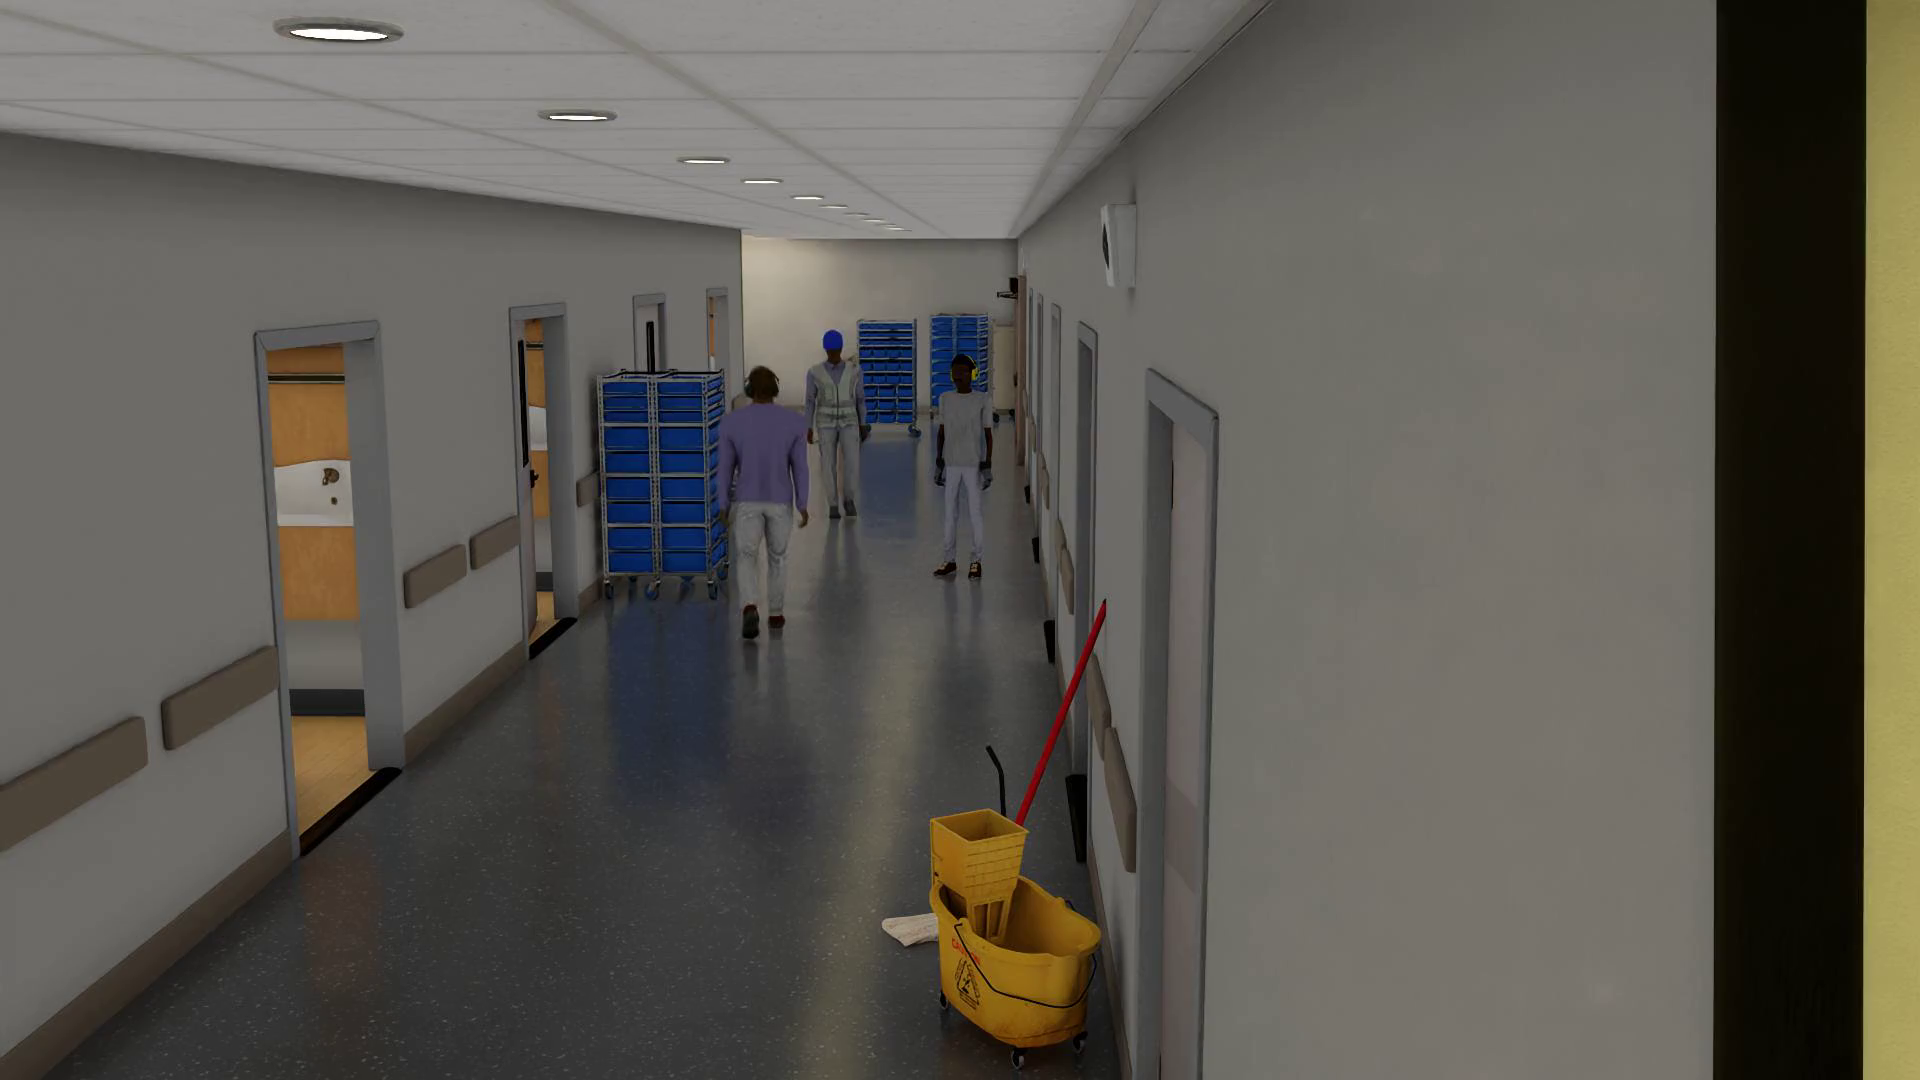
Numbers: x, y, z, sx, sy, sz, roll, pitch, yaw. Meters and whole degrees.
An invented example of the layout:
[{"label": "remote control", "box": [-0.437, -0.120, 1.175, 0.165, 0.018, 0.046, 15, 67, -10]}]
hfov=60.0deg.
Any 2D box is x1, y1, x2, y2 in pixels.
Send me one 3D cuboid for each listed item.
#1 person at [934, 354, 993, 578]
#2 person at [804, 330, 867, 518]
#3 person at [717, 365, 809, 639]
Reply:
[{"label": "person", "box": [0.028, -0.614, 13.856, 0.517, 1.873, 0.328, 3, 10, 19]}, {"label": "person", "box": [-1.274, -1.172, 17.005, 0.654, 1.932, 0.490, -1, 10, -8]}, {"label": "person", "box": [-1.375, -0.269, 11.661, 0.645, 1.916, 0.836, -1, 10, -7]}]
